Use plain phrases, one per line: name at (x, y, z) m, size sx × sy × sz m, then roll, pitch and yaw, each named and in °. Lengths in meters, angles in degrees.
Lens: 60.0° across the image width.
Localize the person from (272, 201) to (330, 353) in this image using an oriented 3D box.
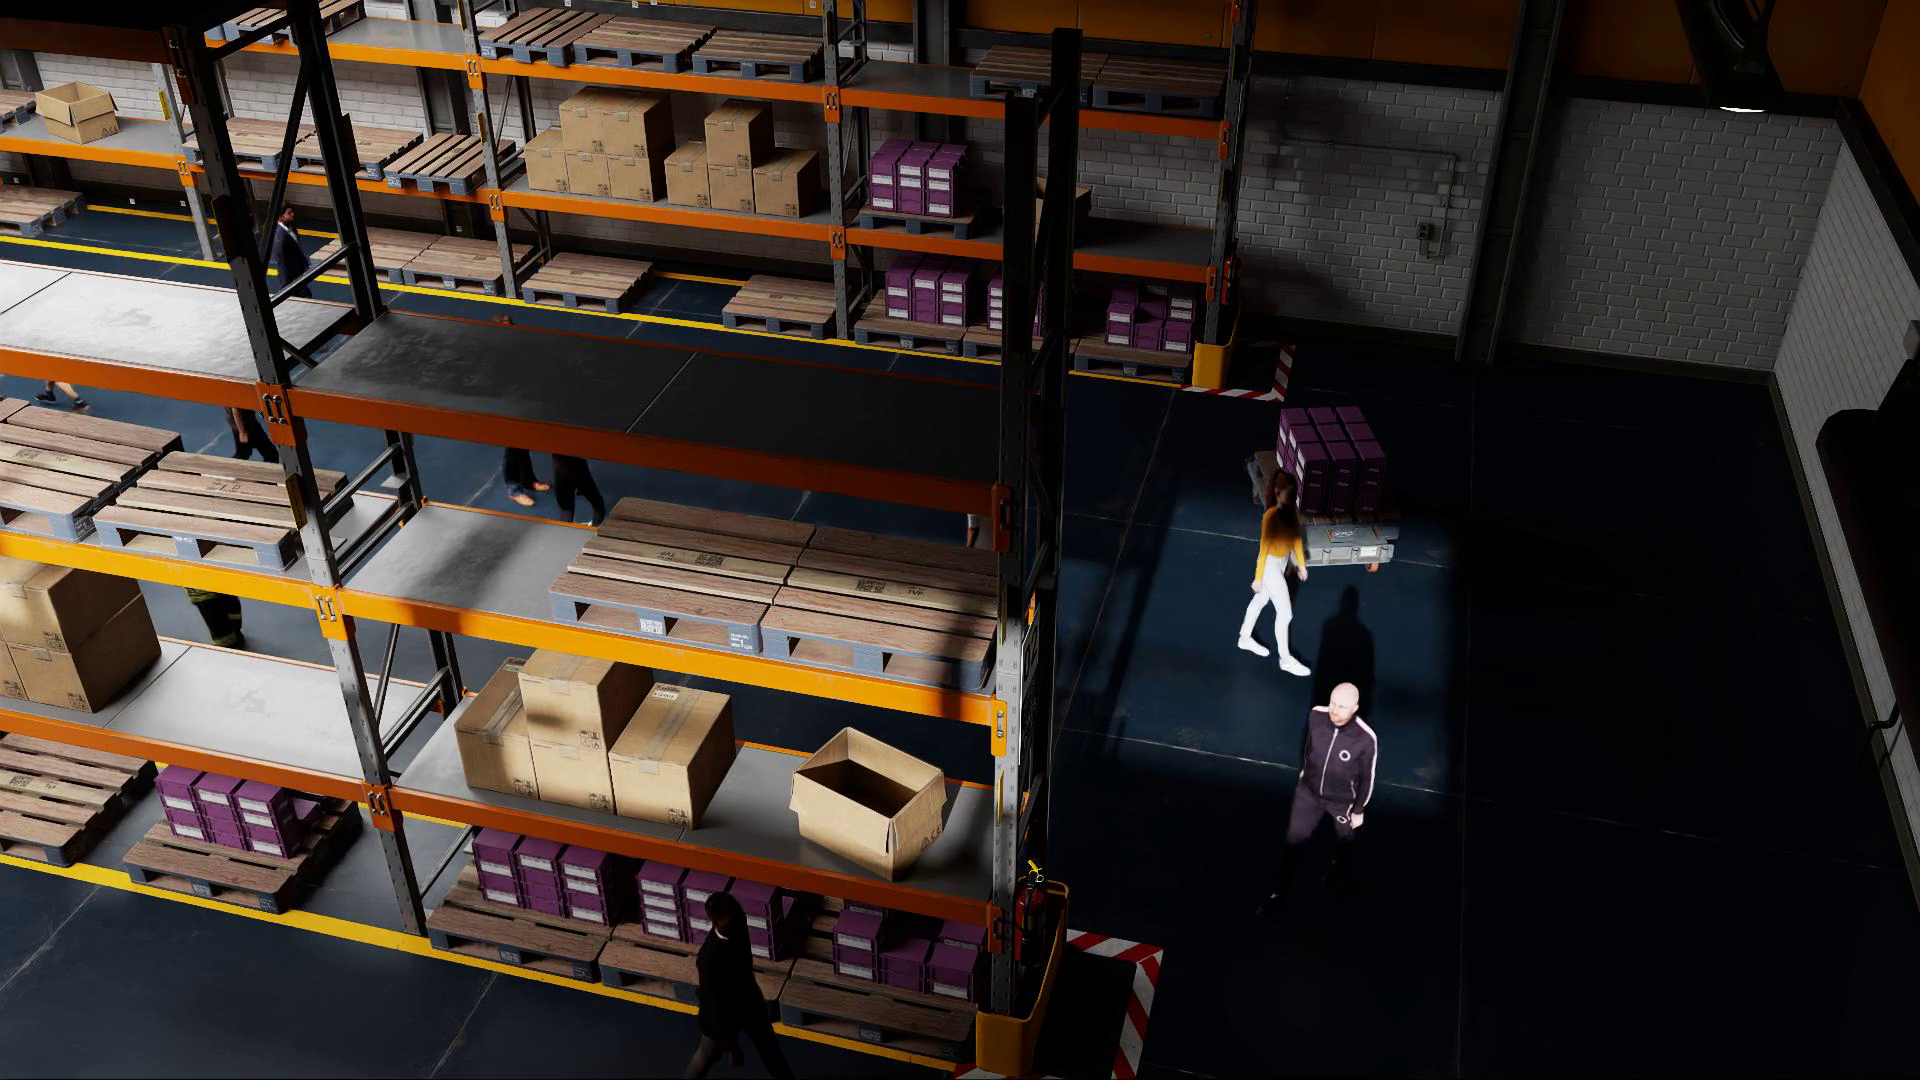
person at (-7.092, -2.742, 17.498) m, size 0.747 × 1.713 × 0.747 m, roll -1°, pitch 34°, yaw -2°

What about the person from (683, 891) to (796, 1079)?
person at (-1.381, 2.641, 9.365) m, size 1.149 × 1.752 × 0.725 m, roll 10°, pitch 35°, yaw 15°

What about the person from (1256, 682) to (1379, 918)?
person at (2.485, 1.613, 10.875) m, size 1.185 × 1.793 × 1.063 m, roll 24°, pitch 41°, yaw 32°

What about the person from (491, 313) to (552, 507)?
person at (-4.062, -1.224, 15.085) m, size 0.566 × 1.856 × 0.664 m, roll 10°, pitch 35°, yaw 15°

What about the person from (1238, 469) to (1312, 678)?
person at (2.380, 0.195, 13.067) m, size 0.991 × 1.728 × 0.769 m, roll 20°, pitch 39°, yaw 27°
